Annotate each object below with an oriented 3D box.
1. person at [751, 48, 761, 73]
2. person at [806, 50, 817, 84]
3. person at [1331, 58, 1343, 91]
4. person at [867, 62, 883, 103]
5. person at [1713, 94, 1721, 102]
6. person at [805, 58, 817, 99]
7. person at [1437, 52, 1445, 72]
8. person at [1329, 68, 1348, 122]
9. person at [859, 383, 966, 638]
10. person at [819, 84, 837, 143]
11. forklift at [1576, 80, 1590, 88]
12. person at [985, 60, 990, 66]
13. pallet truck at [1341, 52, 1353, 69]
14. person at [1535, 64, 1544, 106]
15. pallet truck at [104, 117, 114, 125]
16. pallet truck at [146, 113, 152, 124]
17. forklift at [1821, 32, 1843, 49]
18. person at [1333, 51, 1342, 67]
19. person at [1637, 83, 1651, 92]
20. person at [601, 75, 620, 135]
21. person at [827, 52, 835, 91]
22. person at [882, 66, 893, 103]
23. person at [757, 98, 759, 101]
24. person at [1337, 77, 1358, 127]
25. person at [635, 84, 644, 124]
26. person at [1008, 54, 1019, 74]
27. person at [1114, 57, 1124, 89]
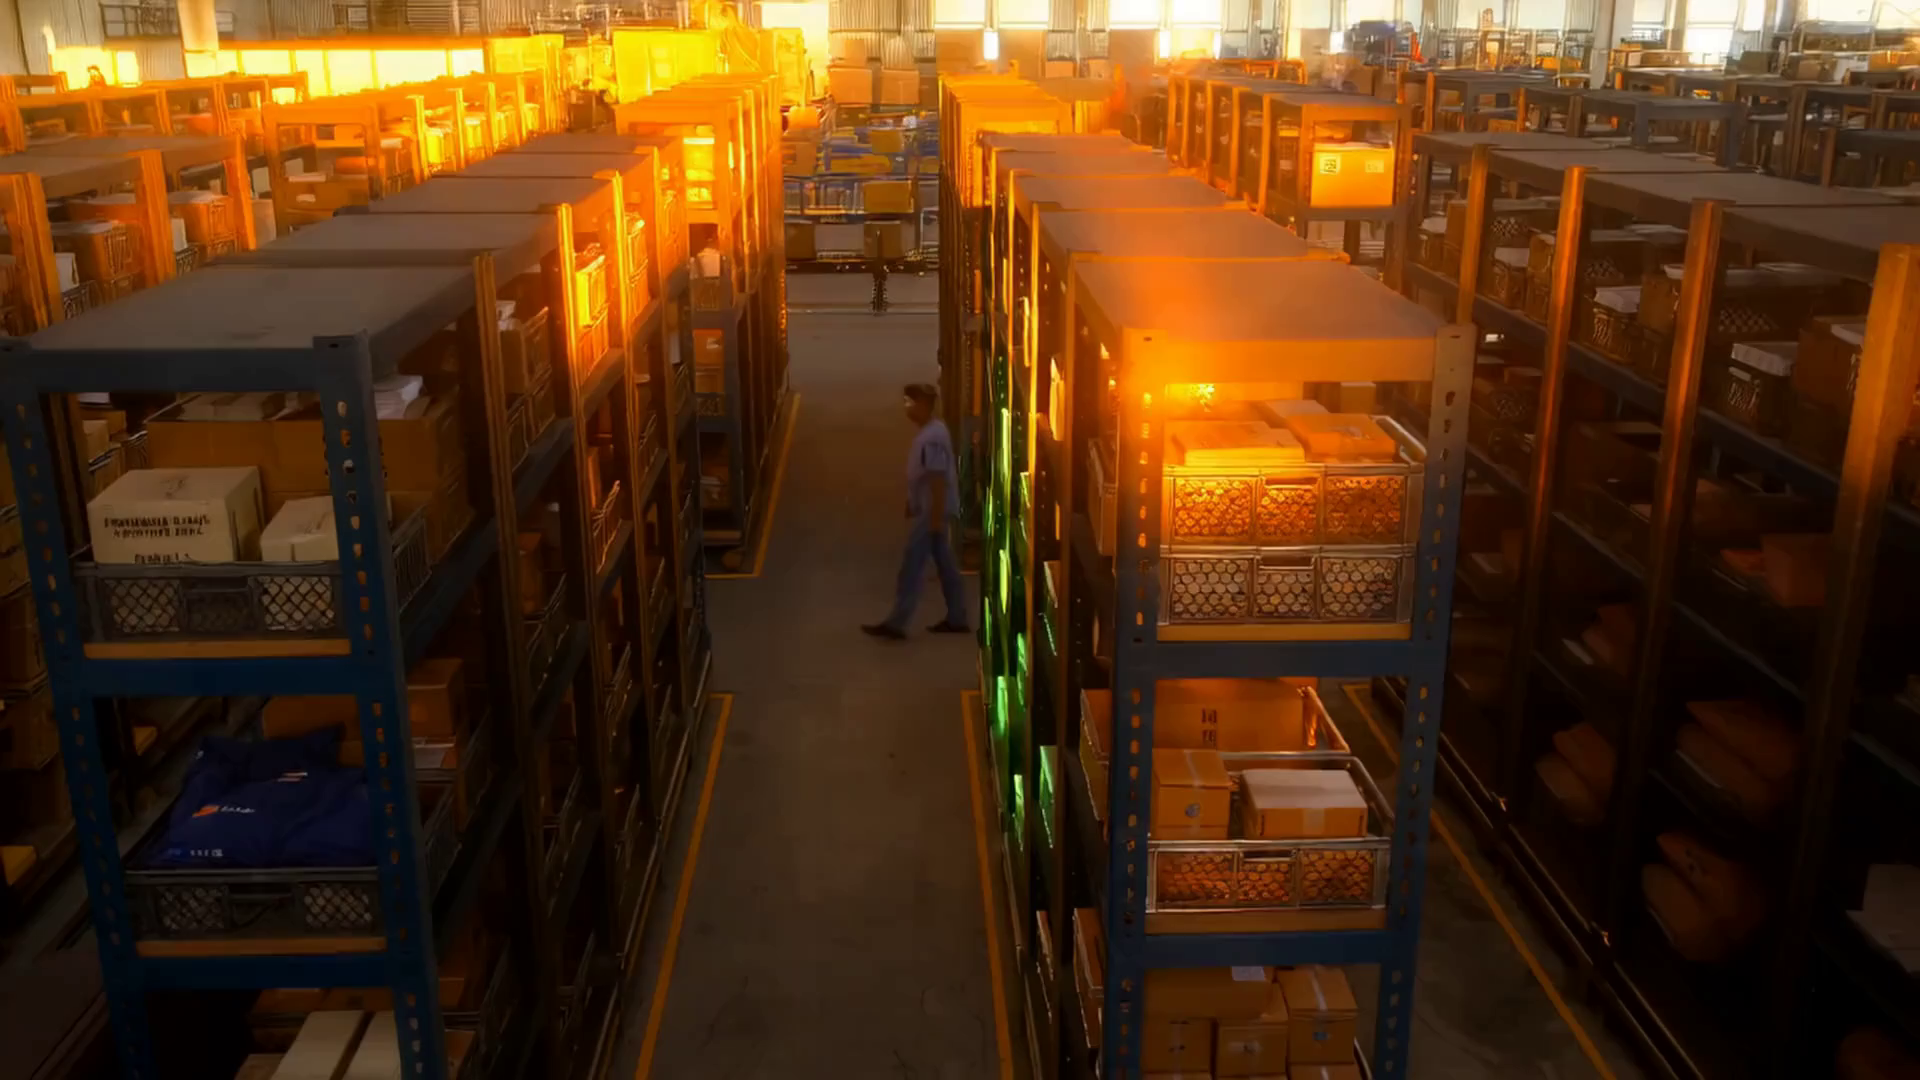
[{"bbox_3d":[-11.237,-26.150,91.748,0.587,1.910,0.396,-7,19,-20],"label":"person"},{"bbox_3d":[-8.190,-26.029,91.483,0.756,1.839,0.554,-11,21,-30],"label":"person"},{"bbox_3d":[16.515,-19.954,72.356,0.901,2.000,0.703,11,21,30],"label":"person"},{"bbox_3d":[-3.597,-19.201,70.259,0.762,1.898,0.571,5,18,14],"label":"person"},{"bbox_3d":[22.941,-12.684,50.484,0.536,1.653,0.891,-11,21,-30],"label":"person"},{"bbox_3d":[-6.894,-21.344,76.974,0.517,1.841,0.324,-4,18,-14],"label":"person"},{"bbox_3d":[25.041,-24.453,86.608,0.430,1.839,0.619,-8,20,-24],"label":"person"},{"bbox_3d":[14.212,-16.690,62.408,0.735,1.938,0.634,13,22,35],"label":"person"},{"bbox_3d":[-0.343,-0.196,11.571,0.858,1.808,0.605,0,18,1],"label":"person"},{"bbox_3d":[-4.216,-13.523,52.789,0.600,1.829,0.404,2,18,6],"label":"person"},{"bbox_3d":[29.745,-21.938,77.152,1.873,2.768,1.129,10,20,27],"label":"forklift"},{"bbox_3d":[1.224,-20.879,75.562,0.591,1.835,0.970,12,21,32],"label":"person"},{"bbox_3d":[18.794,-23.123,82.231,0.823,1.965,1.885,-13,22,-35],"label":"pallet truck"},{"bbox_3d":[24.092,-18.867,69.287,0.531,1.858,0.324,-10,20,-28],"label":"person"},{"bbox_3d":[-18.367,-7.885,35.078,1.885,1.965,0.823,1,18,2],"label":"pallet truck"},{"bbox_3d":[-18.087,-8.309,36.390,1.885,1.965,0.823,-1,18,-4],"label":"pallet truck"},{"bbox_3d":[46.003,-25.465,88.067,1.129,2.768,1.873,-1,18,-2],"label":"forklift"},{"bbox_3d":[19.706,-24.547,86.769,0.608,1.913,0.608,-15,23,-39],"label":"person"},{"bbox_3d":[24.966,-16.022,60.849,0.507,1.629,0.316,0,18,1],"label":"person"},{"bbox_3d":[-11.764,-14.647,56.039,0.628,1.984,0.426,0,18,0],"label":"person"},{"bbox_3d":[-6.592,-23.847,84.607,0.392,1.915,0.590,-12,21,-33],"label":"person"},{"bbox_3d":[-2.786,-17.785,65.872,0.931,1.896,0.560,4,18,12],"label":"person"},{"bbox_3d":[-5.971,-12.505,49.503,0.561,1.919,0.598,1,18,3],"label":"person"},{"bbox_3d":[13.472,-15.034,57.425,0.959,1.862,0.663,-3,18,-9],"label":"person"},{"bbox_3d":[-10.553,-14.192,55.022,0.384,1.726,0.499,0,18,-1],"label":"person"},{"bbox_3d":[2.599,-22.918,81.721,0.611,1.926,0.816,-11,21,-31],"label":"person"},{"bbox_3d":[7.539,-21.928,78.750,0.531,1.866,0.595,-11,21,-31],"label":"person"}]
